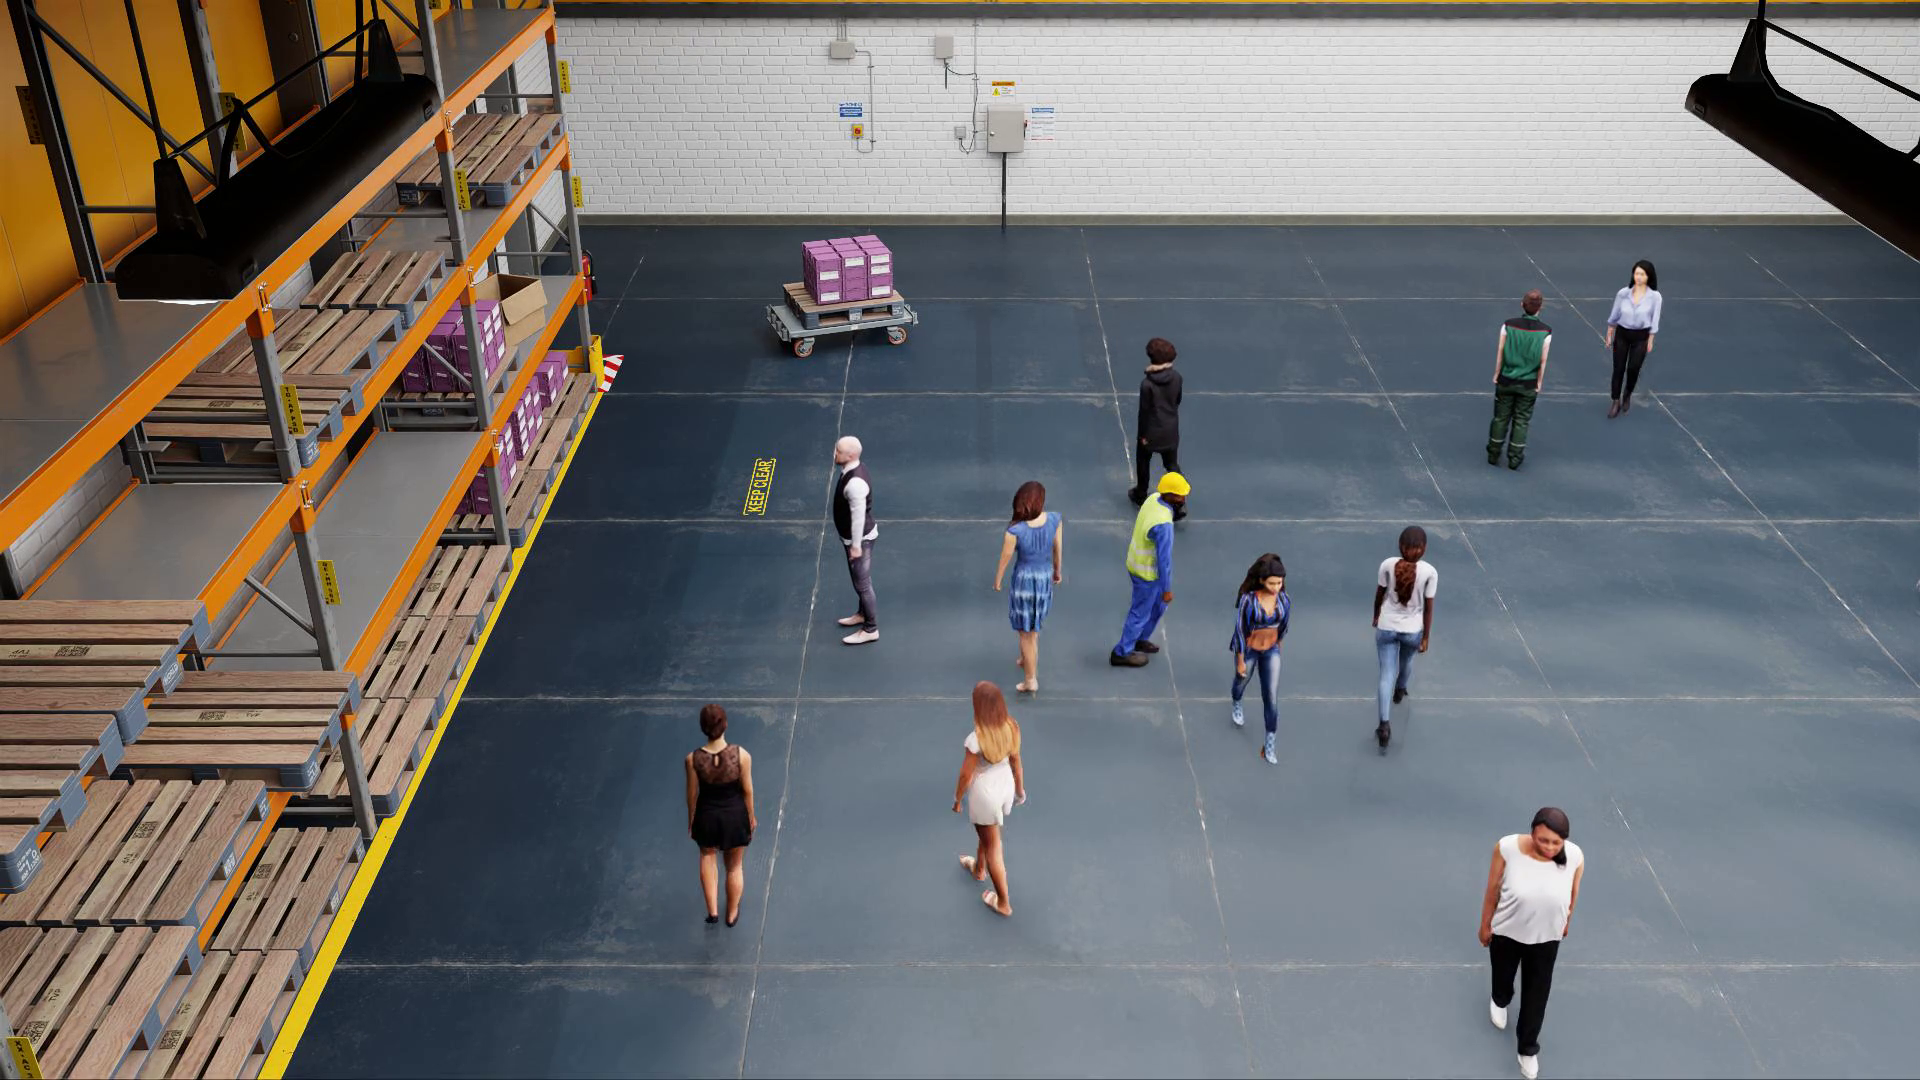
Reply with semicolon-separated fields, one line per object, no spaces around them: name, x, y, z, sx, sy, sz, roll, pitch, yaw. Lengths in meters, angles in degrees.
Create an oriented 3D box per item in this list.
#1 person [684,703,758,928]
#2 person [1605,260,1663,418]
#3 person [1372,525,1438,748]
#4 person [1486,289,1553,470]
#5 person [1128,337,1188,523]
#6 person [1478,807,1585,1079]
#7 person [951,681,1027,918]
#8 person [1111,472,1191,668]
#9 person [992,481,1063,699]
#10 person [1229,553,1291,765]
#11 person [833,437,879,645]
person;-1.502;1.791;10.406;0.595;1.675;0.648;-1;29;-2
person;7.090;-2.119;17.514;0.788;1.732;0.822;18;33;29
person;3.248;0.735;12.346;0.801;1.671;1.198;8;30;14
person;5.518;-1.601;16.449;0.721;1.842;0.726;12;31;21
person;1.901;-0.996;15.433;0.876;1.754;1.174;-10;30;-18
person;3.298;2.195;9.680;0.822;1.660;1.046;7;29;13
person;0.253;1.681;10.608;0.888;1.674;0.965;-23;36;-36
person;1.422;0.235;13.159;0.732;1.770;0.676;-3;29;-5
person;0.605;0.413;12.810;0.880;1.792;0.934;-18;33;-30
person;2.167;0.807;12.312;0.704;1.577;1.048;-4;29;-7
person;-0.840;-0.018;13.570;0.775;1.820;0.575;-5;29;-8
